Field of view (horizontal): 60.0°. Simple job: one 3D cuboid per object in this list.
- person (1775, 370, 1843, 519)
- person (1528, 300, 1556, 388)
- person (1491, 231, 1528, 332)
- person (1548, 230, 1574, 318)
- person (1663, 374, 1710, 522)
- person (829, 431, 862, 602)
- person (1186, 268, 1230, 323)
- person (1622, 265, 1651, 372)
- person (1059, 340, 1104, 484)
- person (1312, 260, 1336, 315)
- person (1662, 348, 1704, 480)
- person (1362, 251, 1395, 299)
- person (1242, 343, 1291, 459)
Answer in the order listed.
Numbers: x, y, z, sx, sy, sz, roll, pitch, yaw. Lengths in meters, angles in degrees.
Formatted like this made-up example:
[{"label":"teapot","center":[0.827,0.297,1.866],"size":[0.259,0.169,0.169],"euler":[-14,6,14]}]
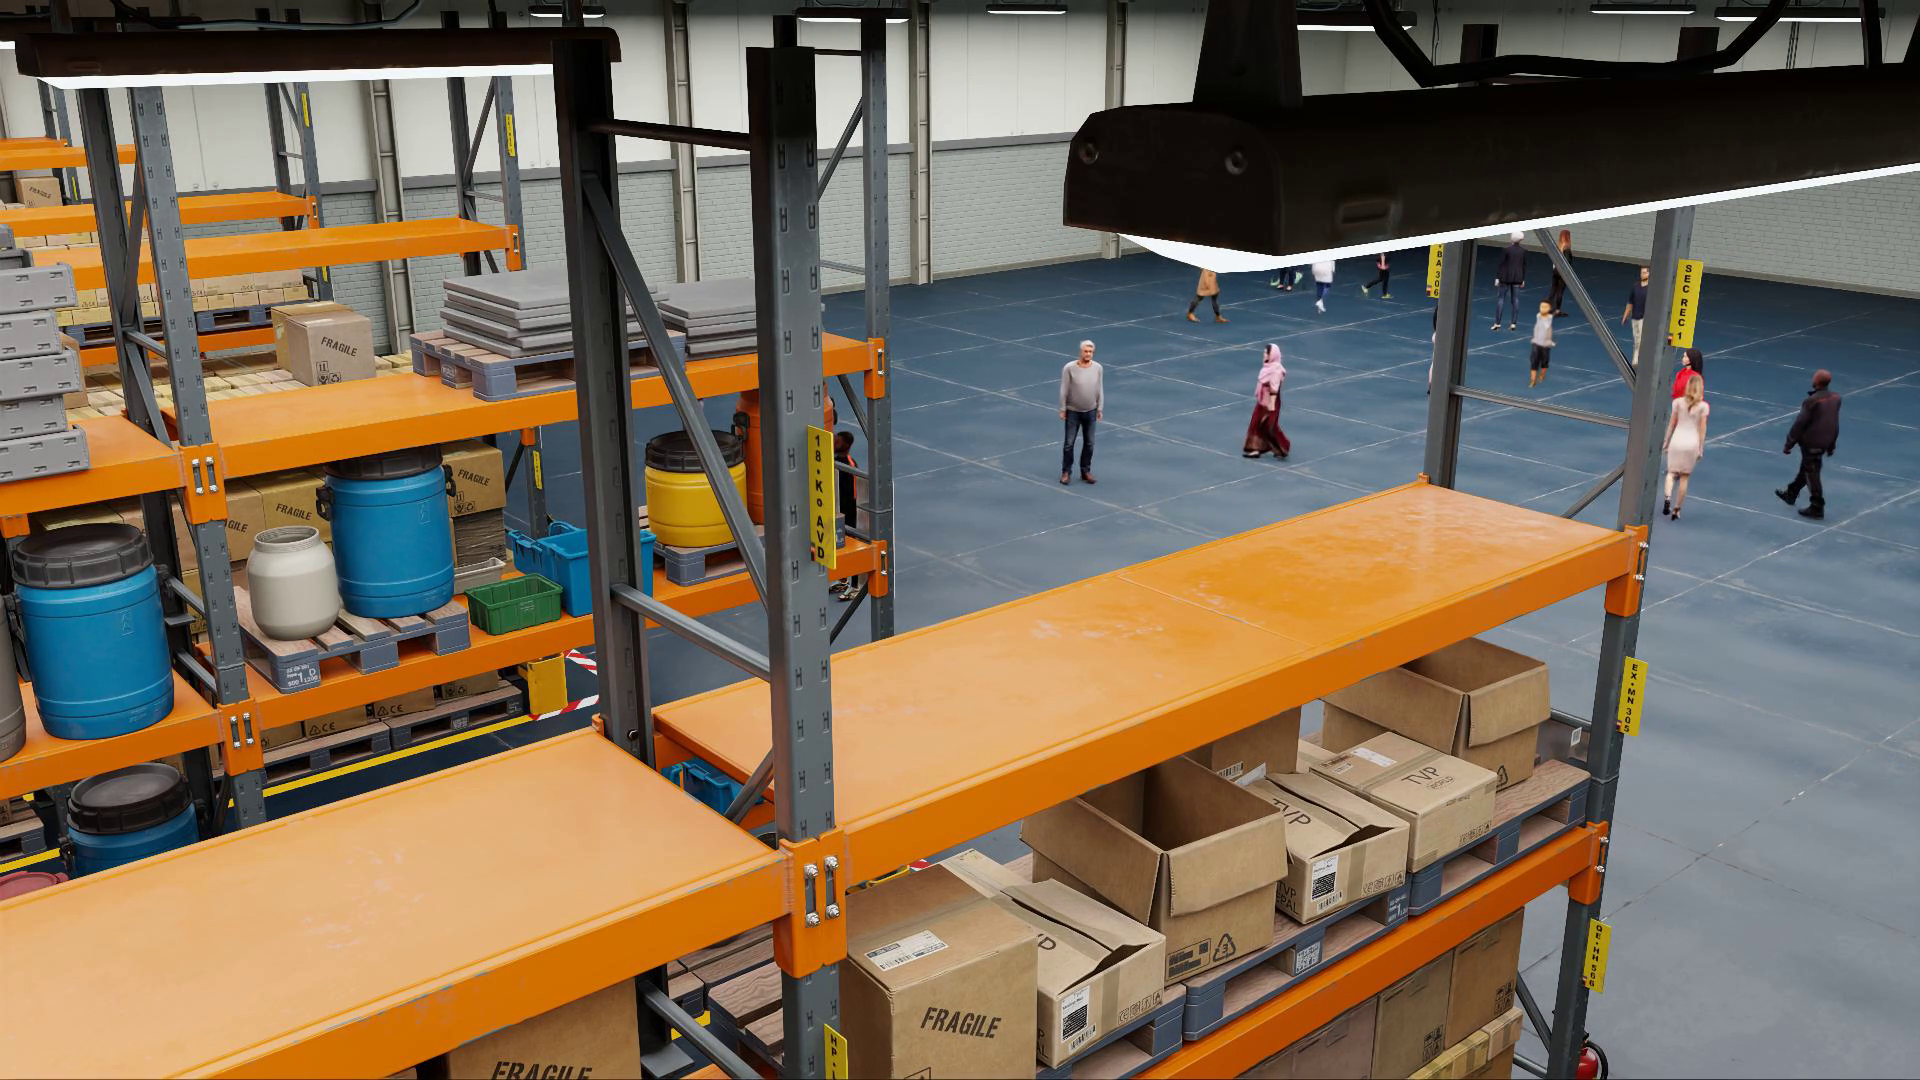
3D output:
[{"label":"person","center":[10.513,-1.150,20.296],"size":[1.104,1.801,0.996],"euler":[-8,19,-22]},{"label":"person","center":[9.675,-3.318,27.557],"size":[0.812,1.428,1.071],"euler":[10,20,28]},{"label":"person","center":[9.588,-4.545,29.062],"size":[0.832,1.778,0.813],"euler":[0,18,1]},{"label":"person","center":[12.041,-5.364,33.380],"size":[0.641,1.713,0.664],"euler":[-6,19,-18]},{"label":"person","center":[8.714,-1.082,20.072],"size":[0.743,1.812,0.879],"euler":[13,22,35]},{"label":"person","center":[-1.222,-0.276,17.600],"size":[0.557,1.808,0.637],"euler":[-12,21,-32]},{"label":"person","center":[4.775,-5.088,32.579],"size":[0.960,1.684,1.152],"euler":[11,21,31]},{"label":"person","center":[11.608,-3.735,28.190],"size":[0.989,1.829,0.724],"euler":[-13,22,-34]},{"label":"person","center":[1.572,-1.698,21.813],"size":[0.766,1.904,0.902],"euler":[-3,18,-8]},{"label":"person","center":[7.292,-5.415,33.446],"size":[0.776,1.769,0.906],"euler":[11,21,29]},{"label":"person","center":[9.577,-1.681,22.013],"size":[0.789,1.748,0.736],"euler":[0,18,1]},{"label":"person","center":[8.899,-5.867,35.211],"size":[0.911,1.535,0.910],"euler":[4,18,12]},{"label":"person","center":[4.298,-1.895,22.876],"size":[1.016,1.622,0.906],"euler":[-2,18,-7]}]
